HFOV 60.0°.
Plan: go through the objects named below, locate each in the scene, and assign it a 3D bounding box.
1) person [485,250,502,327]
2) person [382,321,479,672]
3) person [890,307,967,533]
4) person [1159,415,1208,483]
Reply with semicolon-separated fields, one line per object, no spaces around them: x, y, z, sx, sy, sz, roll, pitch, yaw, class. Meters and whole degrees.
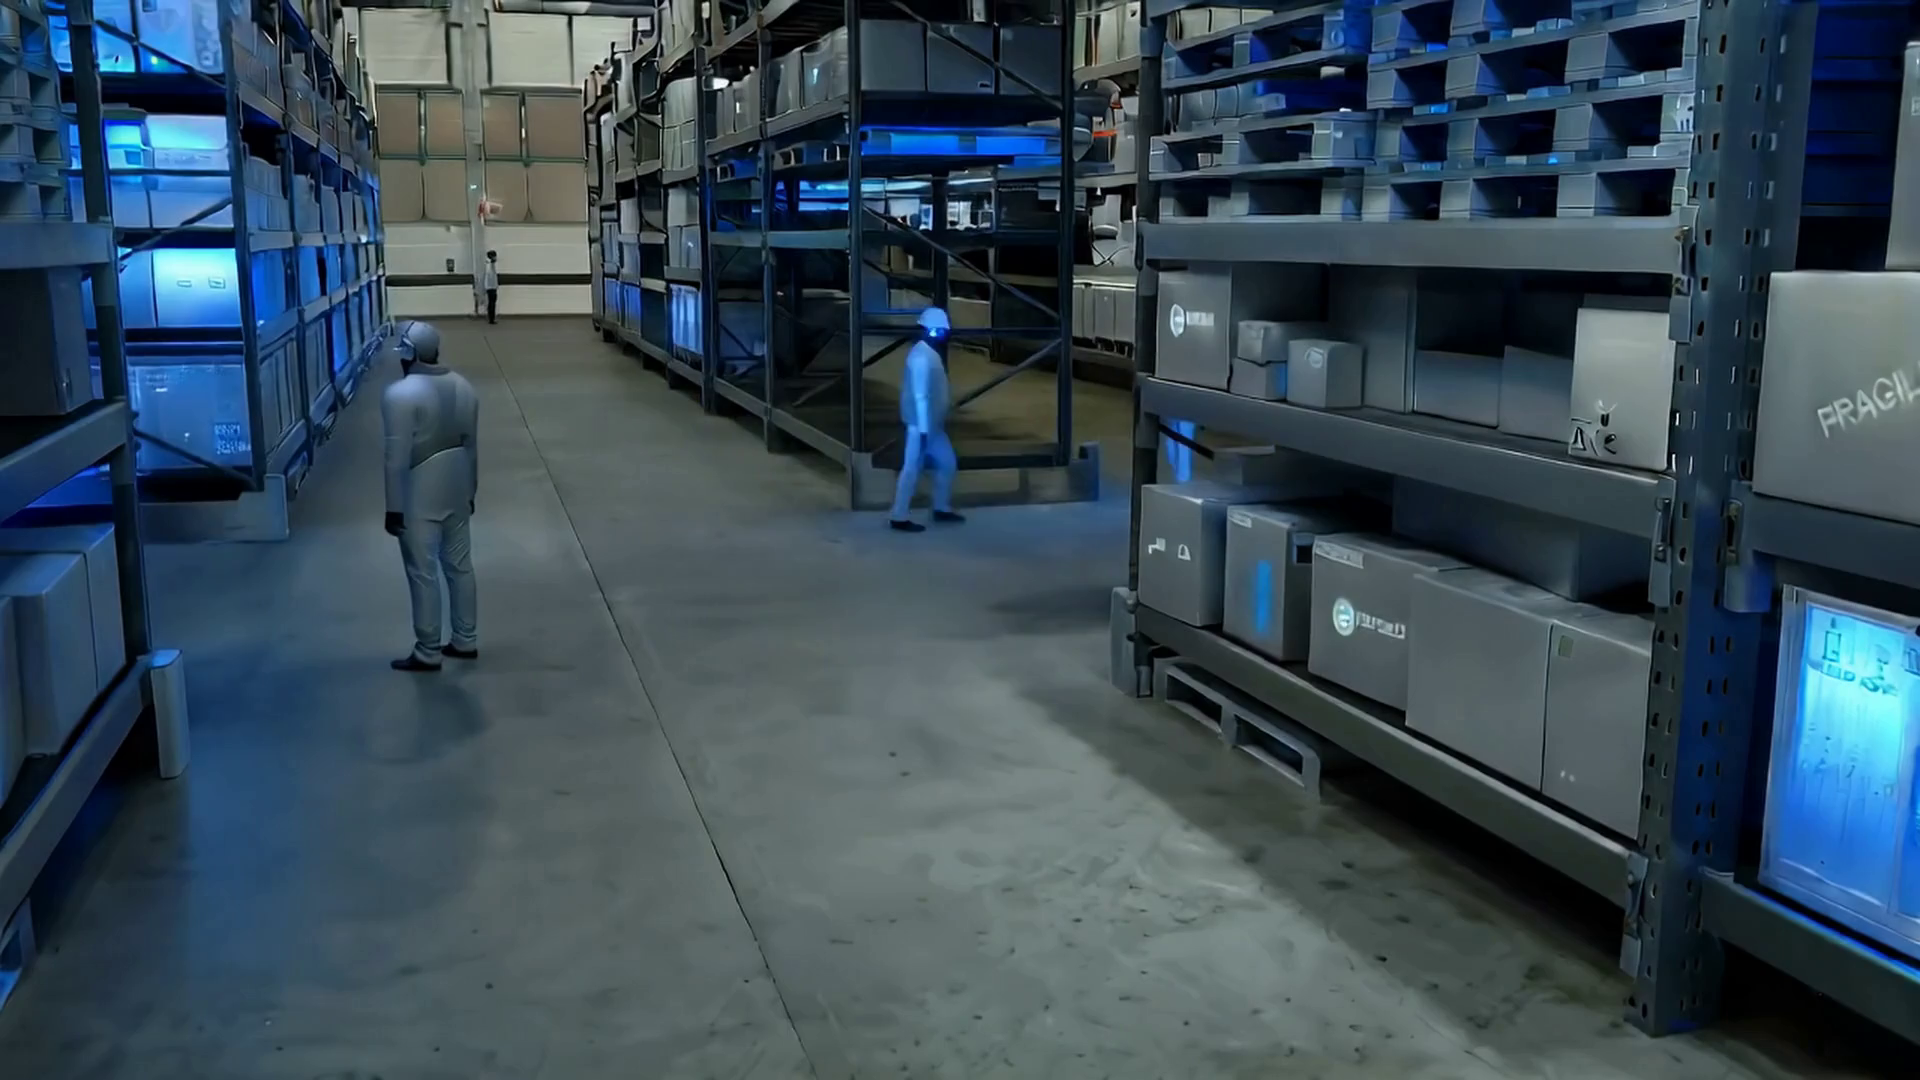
-12.211;-6.561;43.461;0.388;1.996;0.612;-3;11;-17;person
-2.901;-0.238;9.077;0.399;1.900;0.643;5;11;24;person
-0.223;-0.954;13.286;0.748;1.789;0.642;0;10;2;person
1.840;-1.032;14.246;0.510;1.585;0.840;5;11;25;person
